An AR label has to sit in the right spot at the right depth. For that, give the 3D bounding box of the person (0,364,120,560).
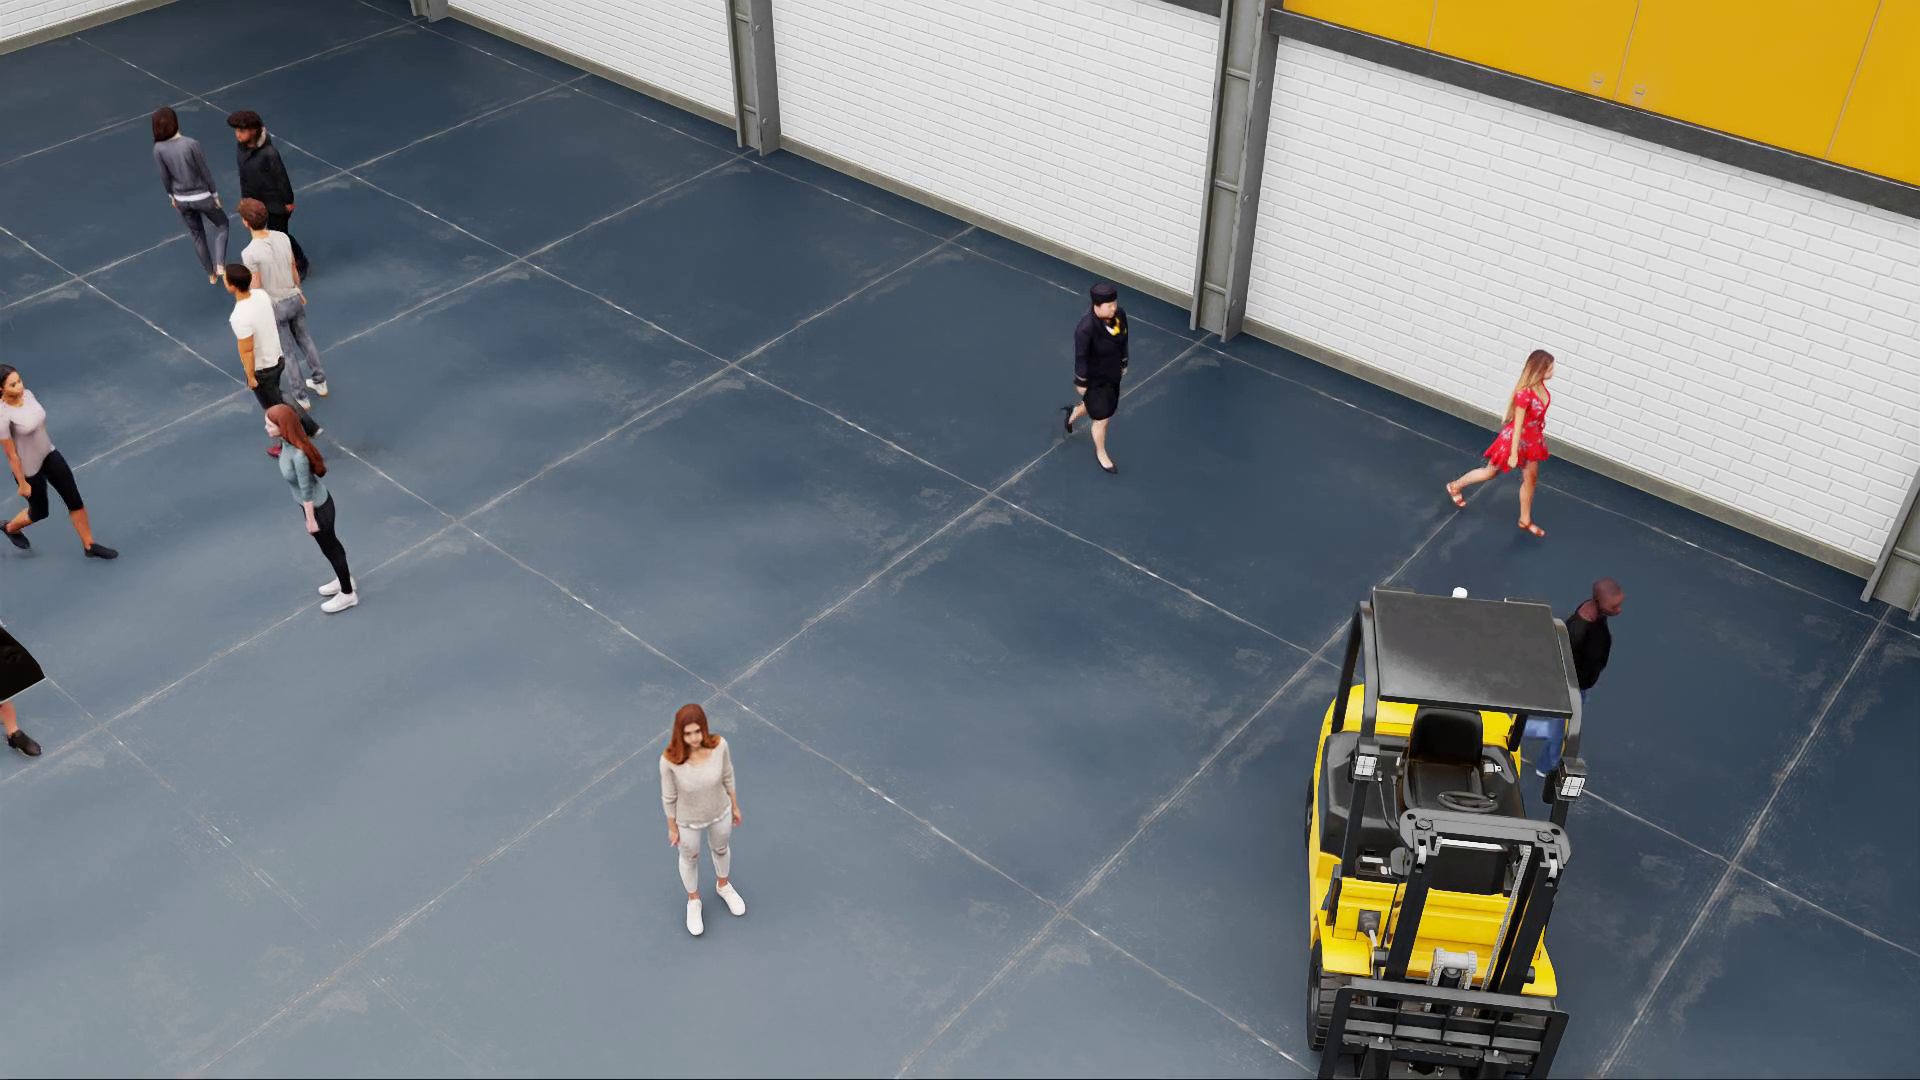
[{"bbox_3d":[-6.885,-0.538,12.267,1.162,1.719,0.956,7,39,8],"label":"person"}]

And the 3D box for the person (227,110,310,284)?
[{"bbox_3d":[-6.419,-3.238,15.613,0.646,1.761,0.769,14,41,16],"label":"person"}]

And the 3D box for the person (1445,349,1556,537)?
[{"bbox_3d":[4.168,-0.776,12.693,1.054,1.560,0.590,27,46,29],"label":"person"}]

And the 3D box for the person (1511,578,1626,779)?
[{"bbox_3d":[3.762,0.868,10.497,0.907,1.730,0.654,23,44,26],"label":"person"}]

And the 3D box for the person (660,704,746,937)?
[{"bbox_3d":[-1.499,1.570,9.633,0.677,1.712,0.684,-16,41,-19],"label":"person"}]

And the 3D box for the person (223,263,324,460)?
[{"bbox_3d":[-5.478,-1.413,13.297,0.890,1.801,0.832,3,39,4],"label":"person"}]

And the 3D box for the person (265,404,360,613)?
[{"bbox_3d":[-4.602,-0.236,11.871,0.694,1.741,0.583,-18,42,-21],"label":"person"}]

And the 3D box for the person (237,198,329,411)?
[{"bbox_3d":[-5.684,-1.975,13.927,0.643,1.892,0.708,16,41,19],"label":"person"}]

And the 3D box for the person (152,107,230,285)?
[{"bbox_3d":[-7.159,-3.161,15.517,0.771,1.761,0.827,-5,39,-7],"label":"person"}]

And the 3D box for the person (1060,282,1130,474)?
[{"bbox_3d":[1.071,-1.346,13.328,0.755,1.658,0.971,-30,47,-32],"label":"person"}]
